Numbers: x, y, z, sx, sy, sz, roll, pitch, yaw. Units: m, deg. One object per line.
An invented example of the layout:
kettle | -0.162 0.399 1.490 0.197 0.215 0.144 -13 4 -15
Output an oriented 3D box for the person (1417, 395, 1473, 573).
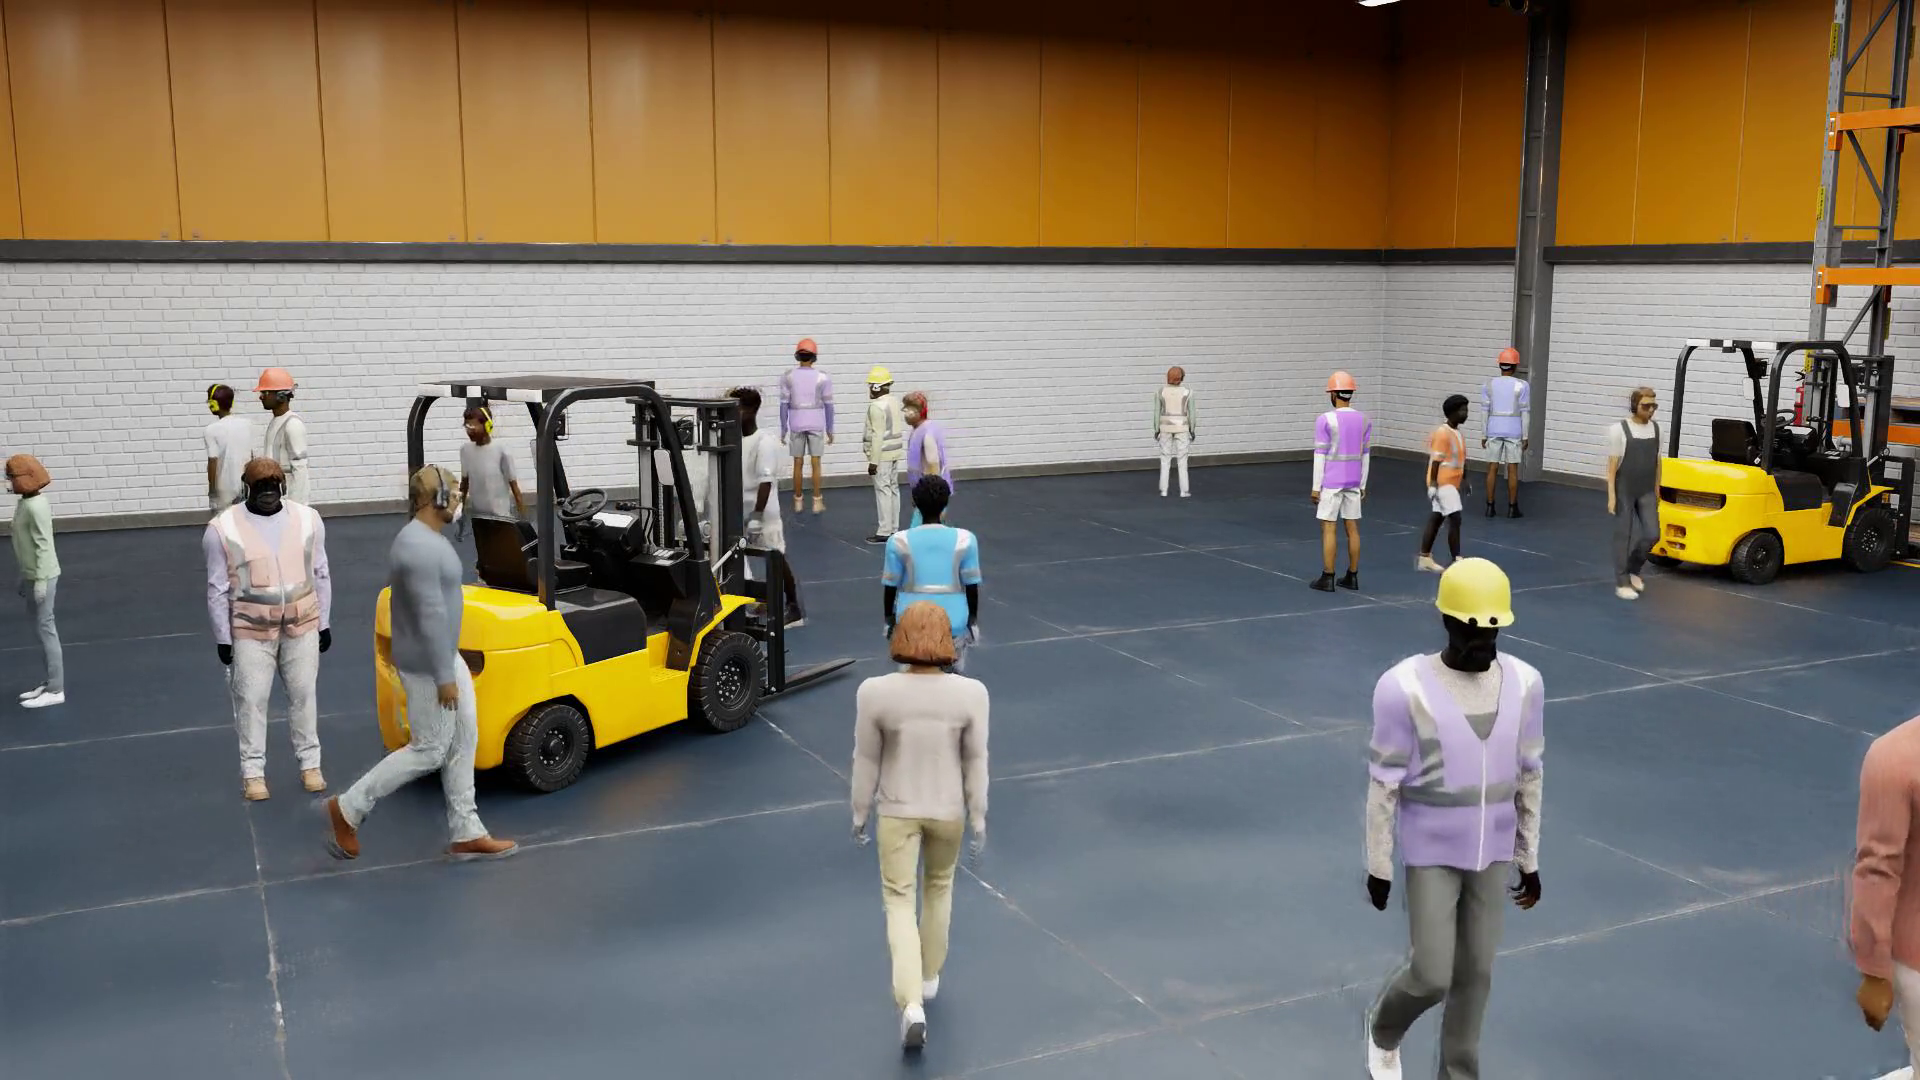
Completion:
person | 4.560 -0.497 15.284 0.738 1.663 0.553 6 11 34

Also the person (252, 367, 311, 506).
person | -5.374 -0.348 13.229 0.379 2.045 0.605 -7 11 -35

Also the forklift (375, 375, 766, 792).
forklift | -2.268 0.149 9.685 1.214 2.155 2.313 6 11 32

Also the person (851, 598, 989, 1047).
person | -0.142 1.017 6.122 0.507 1.602 0.770 -1 9 -6

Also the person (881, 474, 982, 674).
person | -0.175 0.455 9.381 0.553 1.663 0.769 -1 9 -8

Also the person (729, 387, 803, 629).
person | -1.650 -0.214 12.803 1.019 1.911 0.623 -7 12 -38

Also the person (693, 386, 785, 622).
person | -1.791 -0.292 13.405 1.042 1.873 0.640 6 11 33

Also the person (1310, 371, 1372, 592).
person | 3.325 -0.510 14.603 0.541 1.931 0.384 -4 10 -22

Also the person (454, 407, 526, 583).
person | -3.590 -0.172 12.849 0.563 1.823 0.962 5 10 28

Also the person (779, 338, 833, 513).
person | -1.776 -1.321 19.295 0.613 2.044 0.379 0 9 0

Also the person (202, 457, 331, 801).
person | -3.656 0.468 8.850 0.618 1.836 0.432 -7 11 -36

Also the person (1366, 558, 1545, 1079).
person | 1.596 0.986 5.381 0.585 1.912 0.465 -2 9 -15

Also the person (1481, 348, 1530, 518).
person | 6.206 -1.215 18.937 0.543 1.939 0.362 6 11 31

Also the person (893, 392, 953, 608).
person | -0.281 -0.347 14.005 0.656 1.798 0.629 -1 9 -7

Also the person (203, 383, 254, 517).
person | -6.231 -0.428 14.347 0.680 1.848 0.527 5 11 30

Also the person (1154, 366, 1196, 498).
person | 2.658 -1.333 20.596 0.523 1.638 0.310 3 10 15

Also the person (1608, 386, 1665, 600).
person | 5.754 -0.398 14.192 0.524 1.830 0.396 -1 9 -5

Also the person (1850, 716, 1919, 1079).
person | 2.671 1.090 4.567 0.637 1.968 0.753 -2 9 -14

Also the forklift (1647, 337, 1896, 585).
forklift | 7.551 -0.789 15.507 2.313 2.155 1.214 -4 10 -25

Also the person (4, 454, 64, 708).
person | -5.982 0.259 10.746 0.298 1.635 0.530 -7 11 -36

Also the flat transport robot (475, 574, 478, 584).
flat transport robot | -3.421 0.384 14.173 1.431 0.197 0.652 6 11 35

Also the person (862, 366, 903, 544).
person | -0.803 -0.868 17.108 0.404 1.834 0.591 3 10 20

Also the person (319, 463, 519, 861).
person | -2.558 0.596 7.811 0.801 1.907 0.647 -1 9 -9
